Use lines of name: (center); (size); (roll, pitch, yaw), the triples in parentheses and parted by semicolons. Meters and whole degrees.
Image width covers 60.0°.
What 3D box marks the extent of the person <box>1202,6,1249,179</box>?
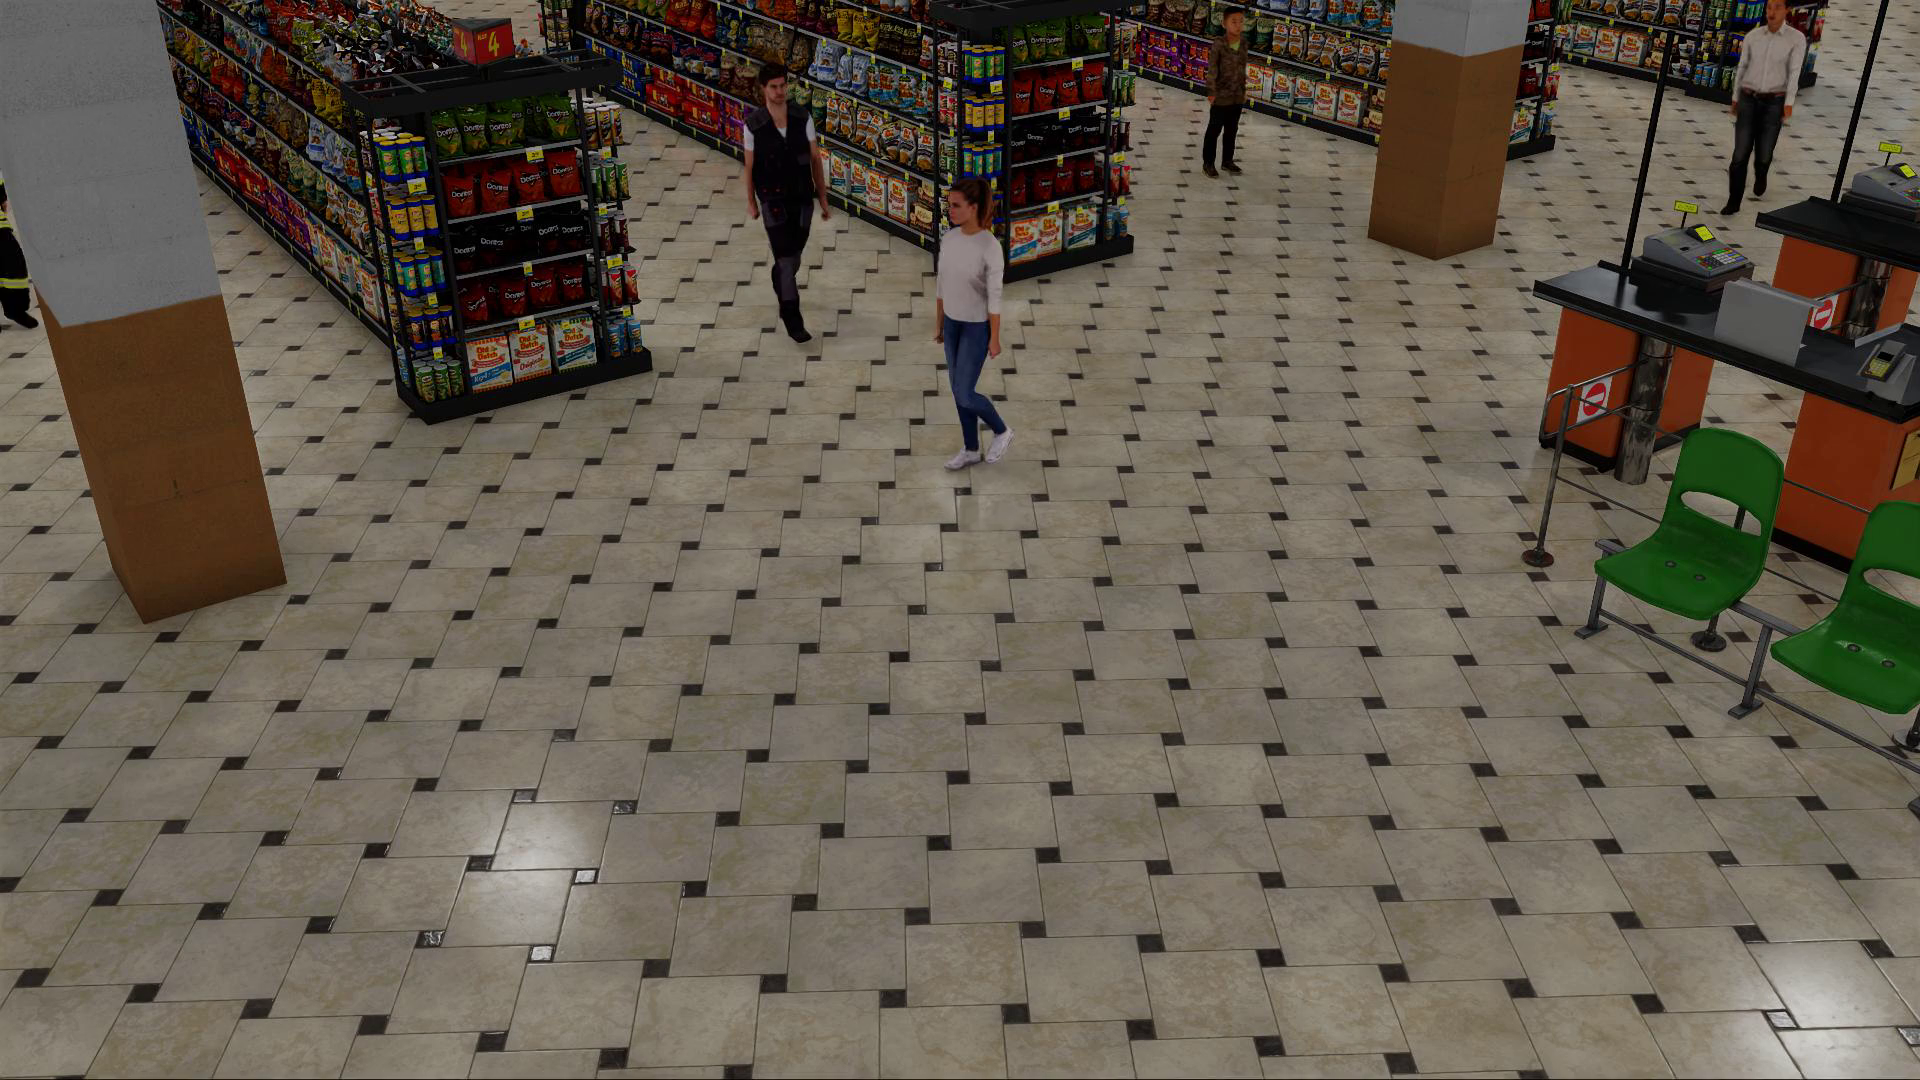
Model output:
person: (2.353, -3.961, 14.673); (0.595, 1.455, 0.586); (-15, 32, -25)

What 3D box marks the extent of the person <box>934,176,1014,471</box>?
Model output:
person: (0.115, -1.200, 9.349); (0.680, 1.712, 0.611); (-21, 35, -33)

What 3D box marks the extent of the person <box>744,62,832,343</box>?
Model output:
person: (-1.208, -2.320, 11.304); (0.754, 1.804, 1.235); (-13, 31, -23)

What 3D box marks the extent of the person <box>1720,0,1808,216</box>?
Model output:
person: (6.588, -3.572, 13.613); (0.969, 1.788, 0.898); (20, 35, 32)
